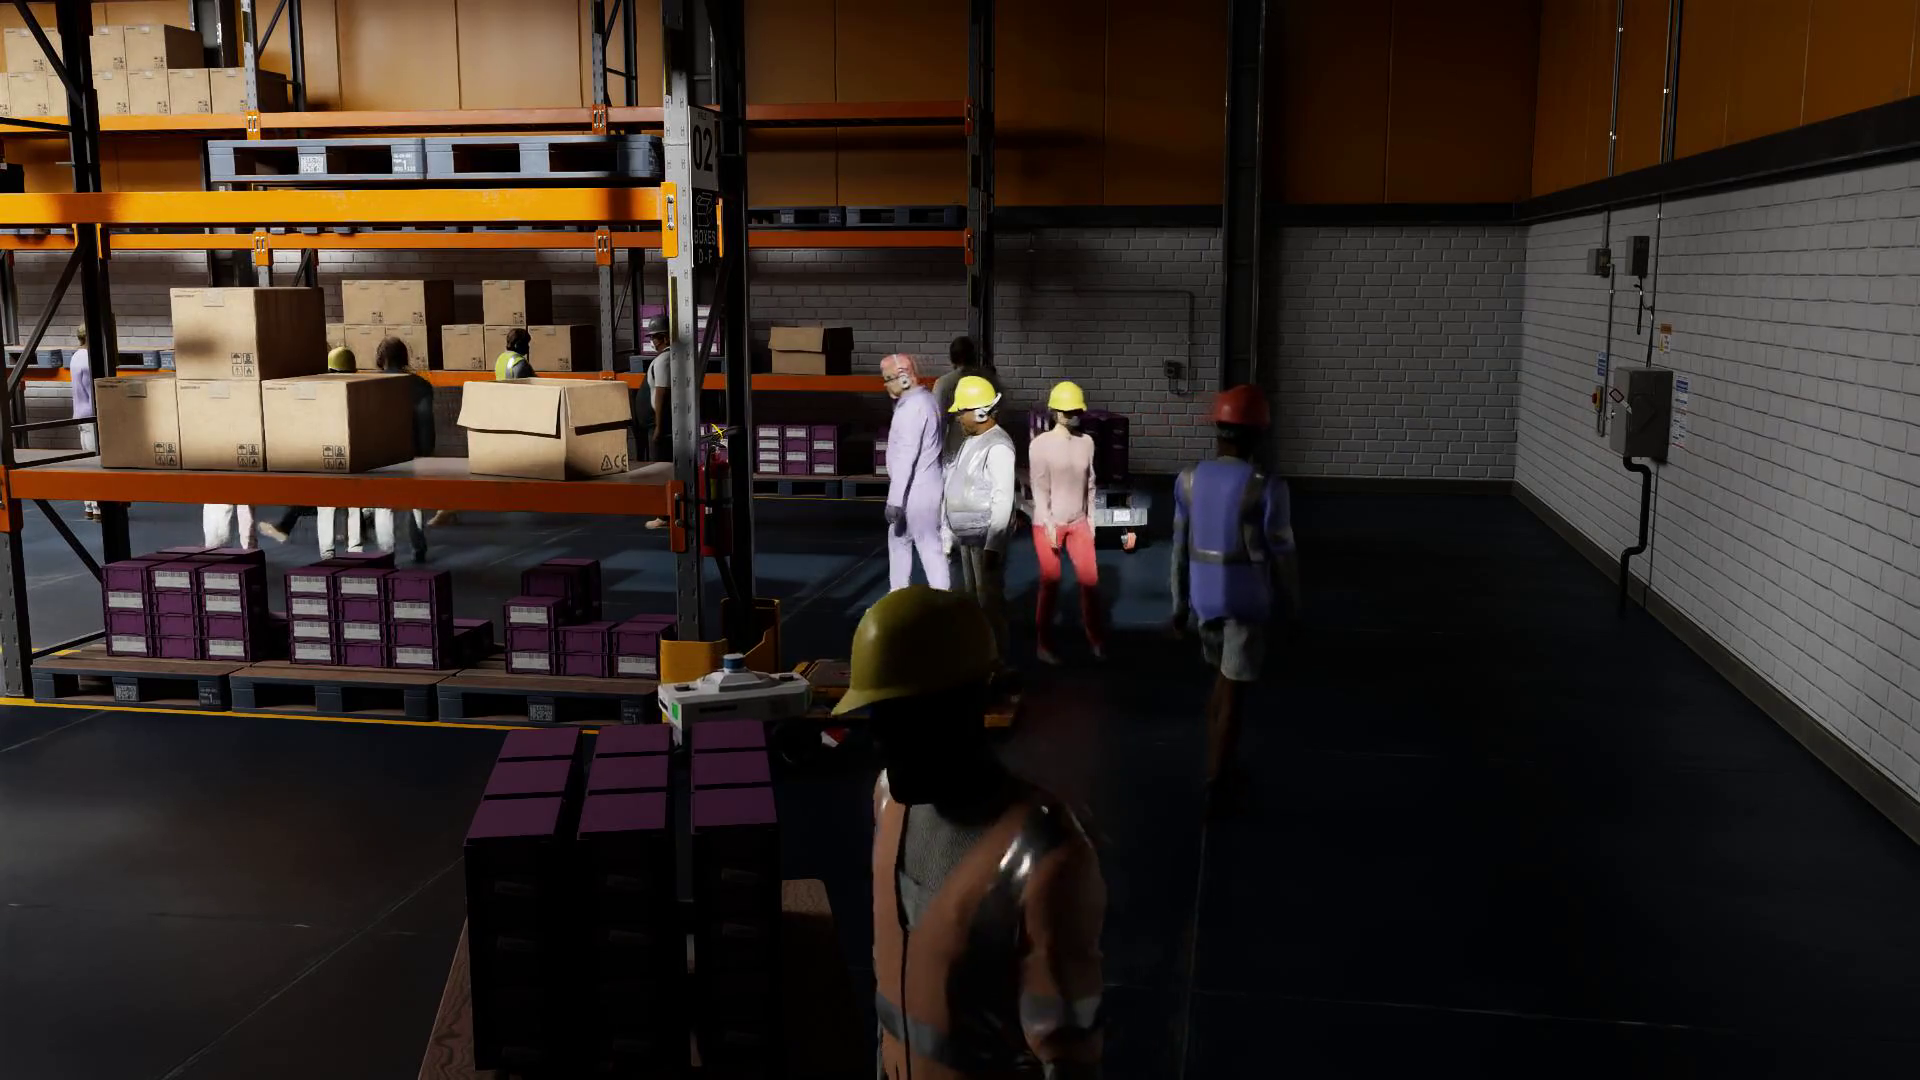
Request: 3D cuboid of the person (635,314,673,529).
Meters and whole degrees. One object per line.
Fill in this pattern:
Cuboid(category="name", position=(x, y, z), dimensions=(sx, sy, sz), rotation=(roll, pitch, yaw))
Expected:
Cuboid(category="person", position=(-2.788, -1.129, 15.691), dimensions=(0.535, 2.000, 0.685), rotation=(1, 9, 6))

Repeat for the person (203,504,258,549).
Cuboid(category="person", position=(-5.953, -0.760, 13.538), dimensions=(0.611, 1.996, 0.379), rotation=(-6, 11, -34))

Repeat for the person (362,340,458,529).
Cuboid(category="person", position=(-5.255, -0.981, 15.630), dimensions=(1.032, 1.786, 0.620), rotation=(-1, 9, -5))

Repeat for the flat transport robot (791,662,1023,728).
Cuboid(category="flat transport robot", position=(-0.396, 0.824, 9.044), dimensions=(1.431, 0.197, 0.652), rotation=(1, 9, 7))

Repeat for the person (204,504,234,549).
Cuboid(category="person", position=(-5.800, -0.618, 13.009), dimensions=(0.346, 1.883, 0.600), rotation=(-7, 11, -36))

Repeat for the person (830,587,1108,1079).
Cuboid(category="person", position=(0.077, 1.016, 2.848), dimensions=(0.536, 1.903, 0.664), rotation=(-7, 11, -35))

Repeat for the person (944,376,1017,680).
Cuboid(category="person", position=(0.110, -0.028, 9.537), dimensions=(0.403, 1.822, 0.588), rotation=(-3, 10, -16))

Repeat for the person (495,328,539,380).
Cuboid(category="person", position=(-4.525, -1.258, 17.122), dimensions=(0.429, 1.840, 0.624), rotation=(-7, 11, -37))

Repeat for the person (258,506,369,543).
Cuboid(category="person", position=(-5.734, -0.851, 14.743), dimensions=(0.986, 1.785, 0.513), rotation=(1, 9, 7))

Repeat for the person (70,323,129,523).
Cuboid(category="person", position=(-8.331, -1.133, 16.030), dimensions=(0.372, 1.940, 0.631), rotation=(-7, 12, -38))

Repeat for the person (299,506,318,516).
Cuboid(category="person", position=(-6.540, -1.212, 16.527), dimensions=(0.373, 1.934, 0.551), rotation=(-5, 10, -28))

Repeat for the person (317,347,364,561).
Cuboid(category="person", position=(-4.910, -0.623, 13.229), dimensions=(0.403, 1.822, 0.586), rotation=(6, 11, 31))

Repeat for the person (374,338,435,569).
Cuboid(category="person", position=(-4.565, -0.682, 13.429), dimensions=(0.655, 1.879, 1.044), rotation=(-2, 9, -14))

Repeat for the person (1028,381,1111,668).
Cuboid(category="person", position=(0.661, -0.086, 10.115), dimensions=(0.543, 1.752, 0.433), rotation=(-7, 11, -36))

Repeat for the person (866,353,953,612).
Cuboid(category="person", position=(-0.376, -0.327, 11.259), dimensions=(0.793, 1.862, 0.722), rotation=(1, 9, 6))

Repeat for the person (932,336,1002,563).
Cuboid(category="person", position=(0.070, -0.707, 13.549), dimensions=(0.641, 1.896, 0.875), rotation=(-4, 10, -23))

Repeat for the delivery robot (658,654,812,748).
Cuboid(category="delivery robot", position=(-1.092, 0.796, 8.054), dimensions=(0.707, 0.478, 0.477), rotation=(-4, 10, -22))

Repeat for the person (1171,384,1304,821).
Cuboid(category="person", position=(1.286, 0.264, 7.444), dimensions=(0.562, 1.913, 0.752), rotation=(9, 12, 43))
